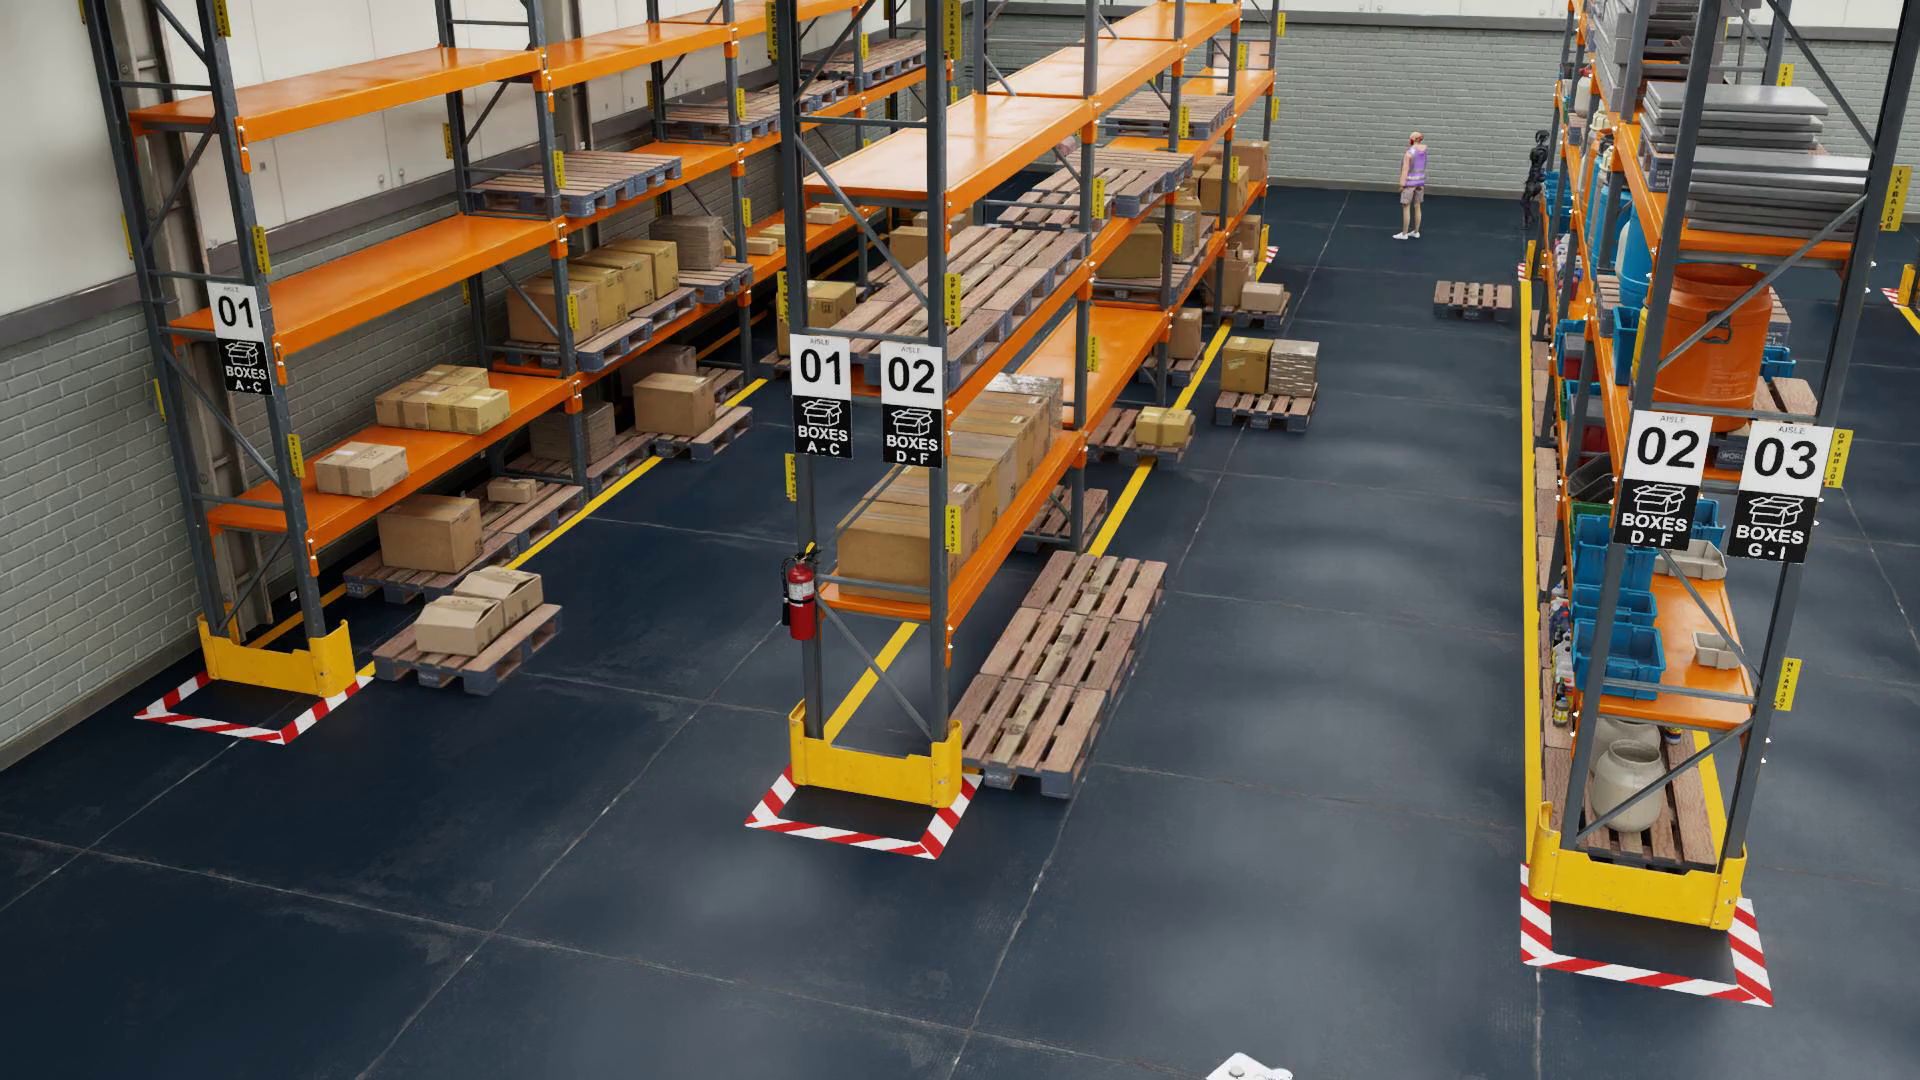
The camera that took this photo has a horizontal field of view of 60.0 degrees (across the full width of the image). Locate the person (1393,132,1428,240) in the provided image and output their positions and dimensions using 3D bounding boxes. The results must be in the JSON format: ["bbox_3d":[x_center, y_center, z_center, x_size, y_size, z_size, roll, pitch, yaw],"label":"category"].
[{"bbox_3d":[7.186,-5.623,26.423,0.489,1.688,0.349,-14,27,-29],"label":"person"}]

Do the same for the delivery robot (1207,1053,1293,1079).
[{"bbox_3d":[1.563,2.861,8.161,0.774,0.581,0.499,21,31,40],"label":"delivery robot"}]

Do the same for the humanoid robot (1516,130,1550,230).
[{"bbox_3d":[9.300,-5.813,26.895,0.374,1.643,0.591,4,24,10],"label":"humanoid robot"}]

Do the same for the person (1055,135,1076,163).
[{"bbox_3d":[1.708,-5.918,26.965,0.336,1.798,0.528,10,25,22],"label":"person"}]
